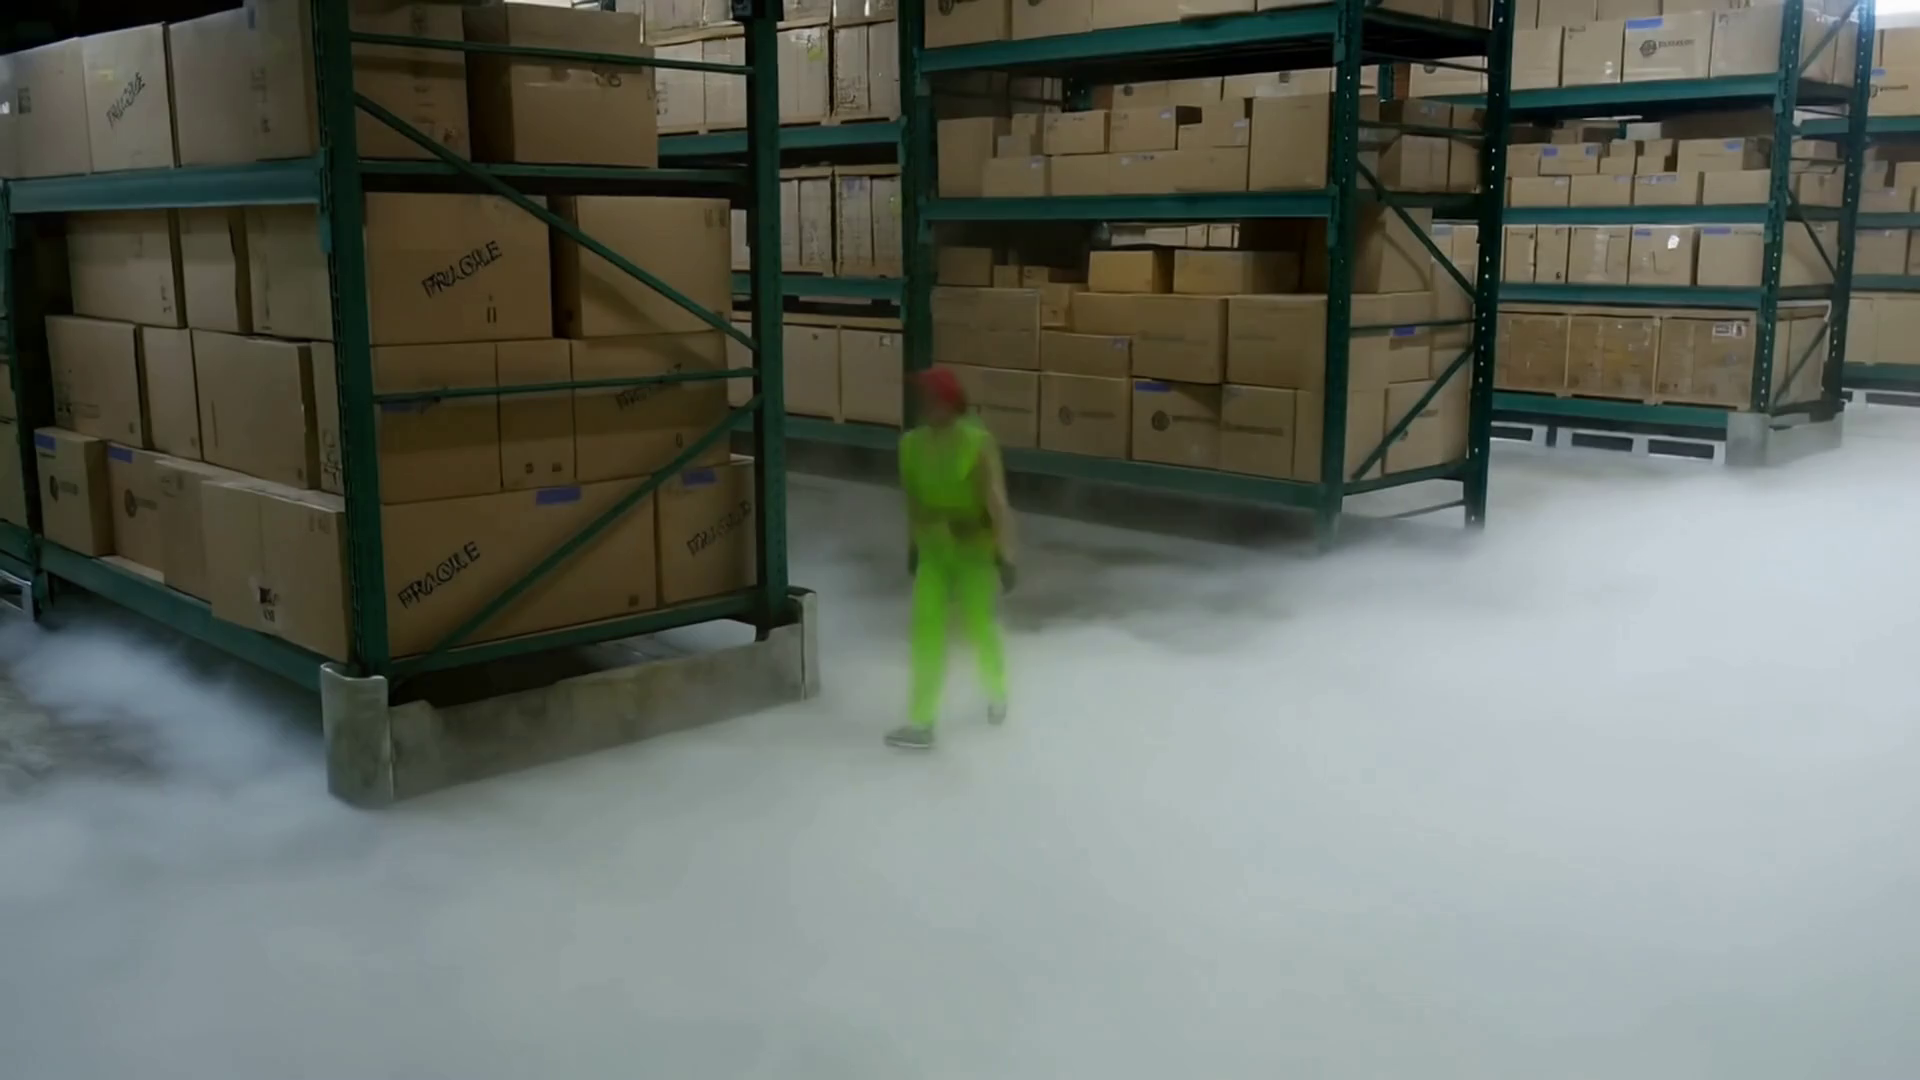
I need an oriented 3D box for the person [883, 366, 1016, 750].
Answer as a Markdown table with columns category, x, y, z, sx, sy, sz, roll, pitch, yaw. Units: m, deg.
| category | x | y | z | sx | sy | sz | roll | pitch | yaw |
| --- | --- | --- | --- | --- | --- | --- | --- | --- | --- |
| person | -0.005 | 0.068 | 7.000 | 0.613 | 1.578 | 0.872 | 6 | 12 | 30 |
